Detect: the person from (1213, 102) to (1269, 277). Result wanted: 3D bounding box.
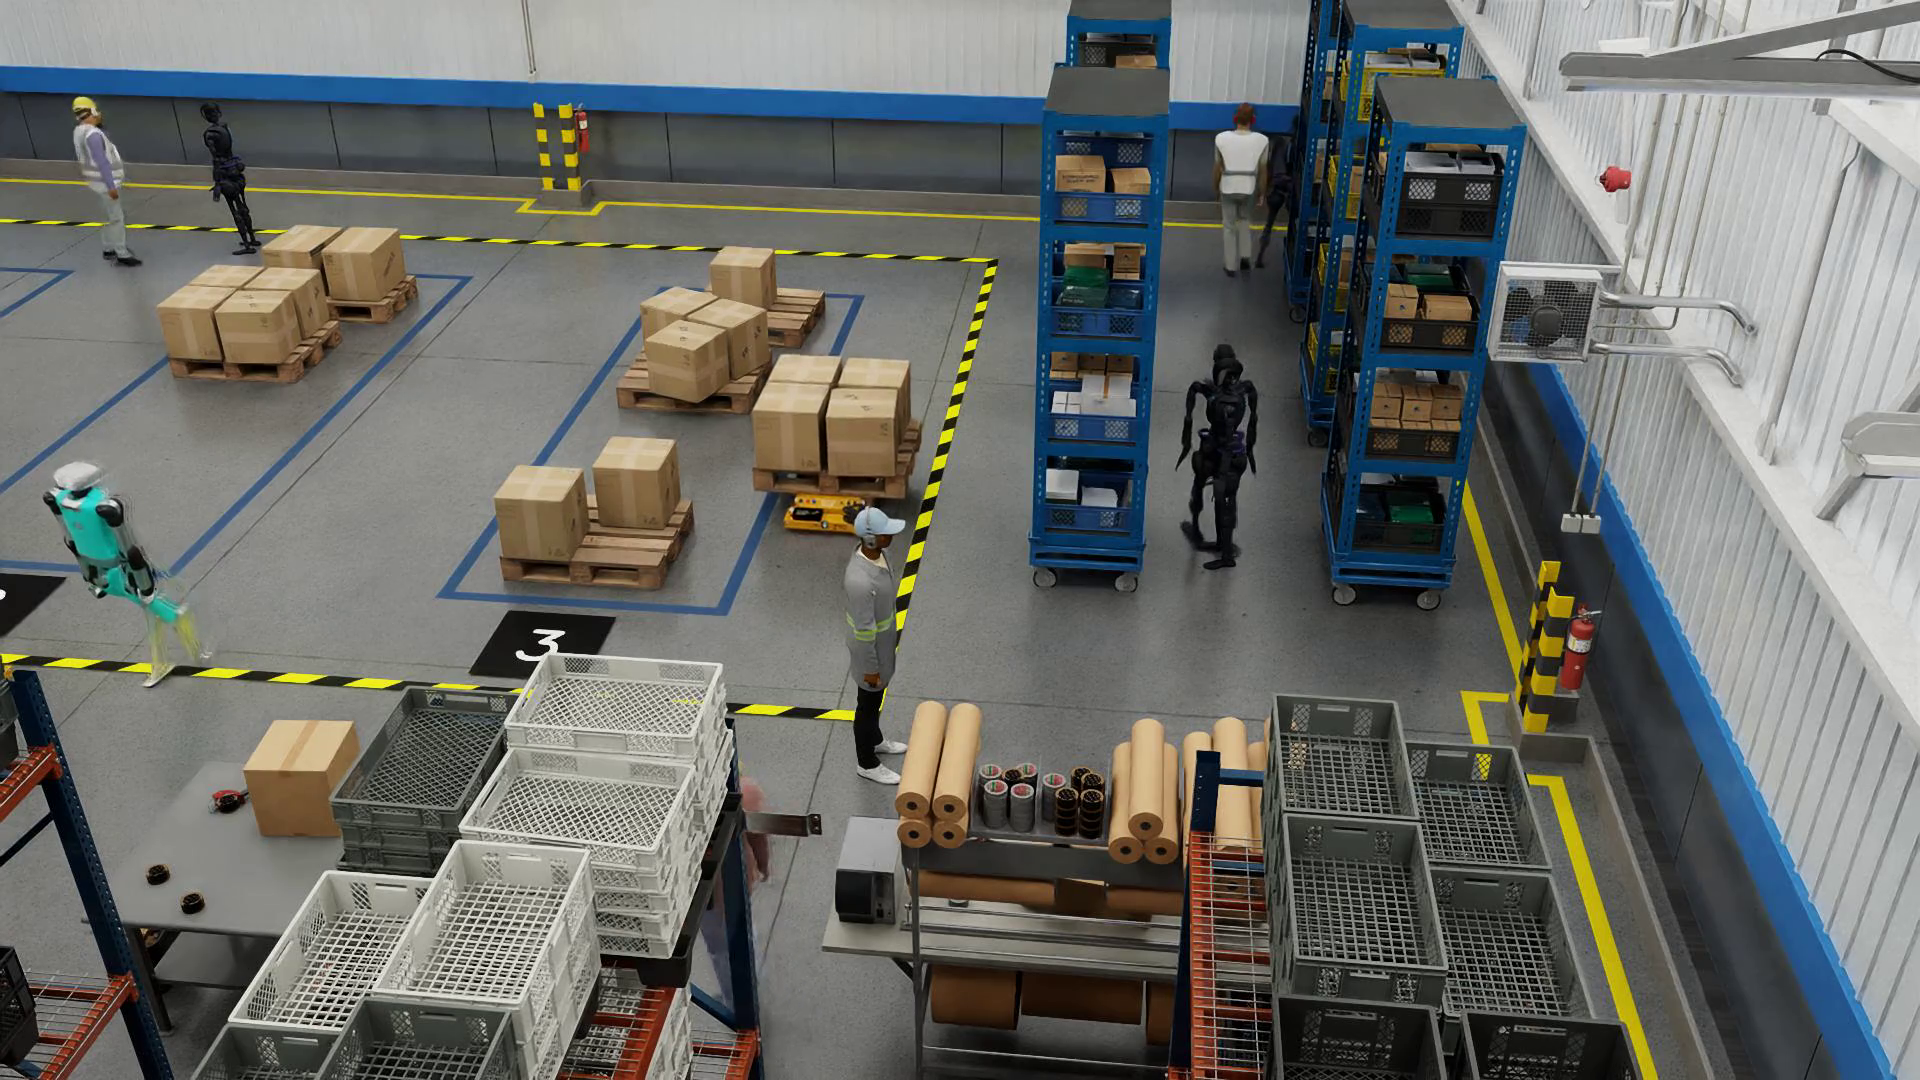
[{"bbox_3d":[2.903,-3.655,17.408,0.555,1.821,0.488,0,30,-1],"label":"person"}]

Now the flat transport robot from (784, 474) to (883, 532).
[{"bbox_3d":[-0.971,-0.507,13.517,0.652,0.197,1.431,3,30,6],"label":"flat transport robot"}]

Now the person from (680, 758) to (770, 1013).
[{"bbox_3d":[-1.235,1.678,8.308,0.552,1.747,0.489,-25,38,-36],"label":"person"}]

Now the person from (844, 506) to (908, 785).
[{"bbox_3d":[-0.500,0.621,10.033,0.371,1.852,0.588,3,30,5],"label":"person"}]

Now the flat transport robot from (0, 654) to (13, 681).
[{"bbox_3d":[-7.142,0.969,11.010,1.431,0.231,0.659,3,30,6],"label":"flat transport robot"}]

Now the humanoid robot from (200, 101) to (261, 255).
[{"bbox_3d":[-7.926,-3.924,18.003,0.315,1.653,0.599,-1,30,-2],"label":"humanoid robot"}]

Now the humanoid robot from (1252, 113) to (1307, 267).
[{"bbox_3d":[3.463,-3.713,17.703,0.601,1.623,0.761,20,36,30],"label":"humanoid robot"}]

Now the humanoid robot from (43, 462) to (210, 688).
[{"bbox_3d":[-5.388,0.244,10.906,0.544,1.881,0.761,9,31,15],"label":"humanoid robot"}]

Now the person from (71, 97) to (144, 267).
[{"bbox_3d":[-9.096,-3.786,17.689,0.410,1.782,0.664,-19,35,-29],"label":"person"}]

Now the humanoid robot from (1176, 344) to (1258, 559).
[{"bbox_3d":[1.932,-0.684,12.452,0.600,1.632,0.583,0,30,0],"label":"humanoid robot"}]

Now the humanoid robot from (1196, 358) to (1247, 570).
[{"bbox_3d":[1.929,-0.571,12.237,0.315,1.659,0.599,0,30,0],"label":"humanoid robot"}]
